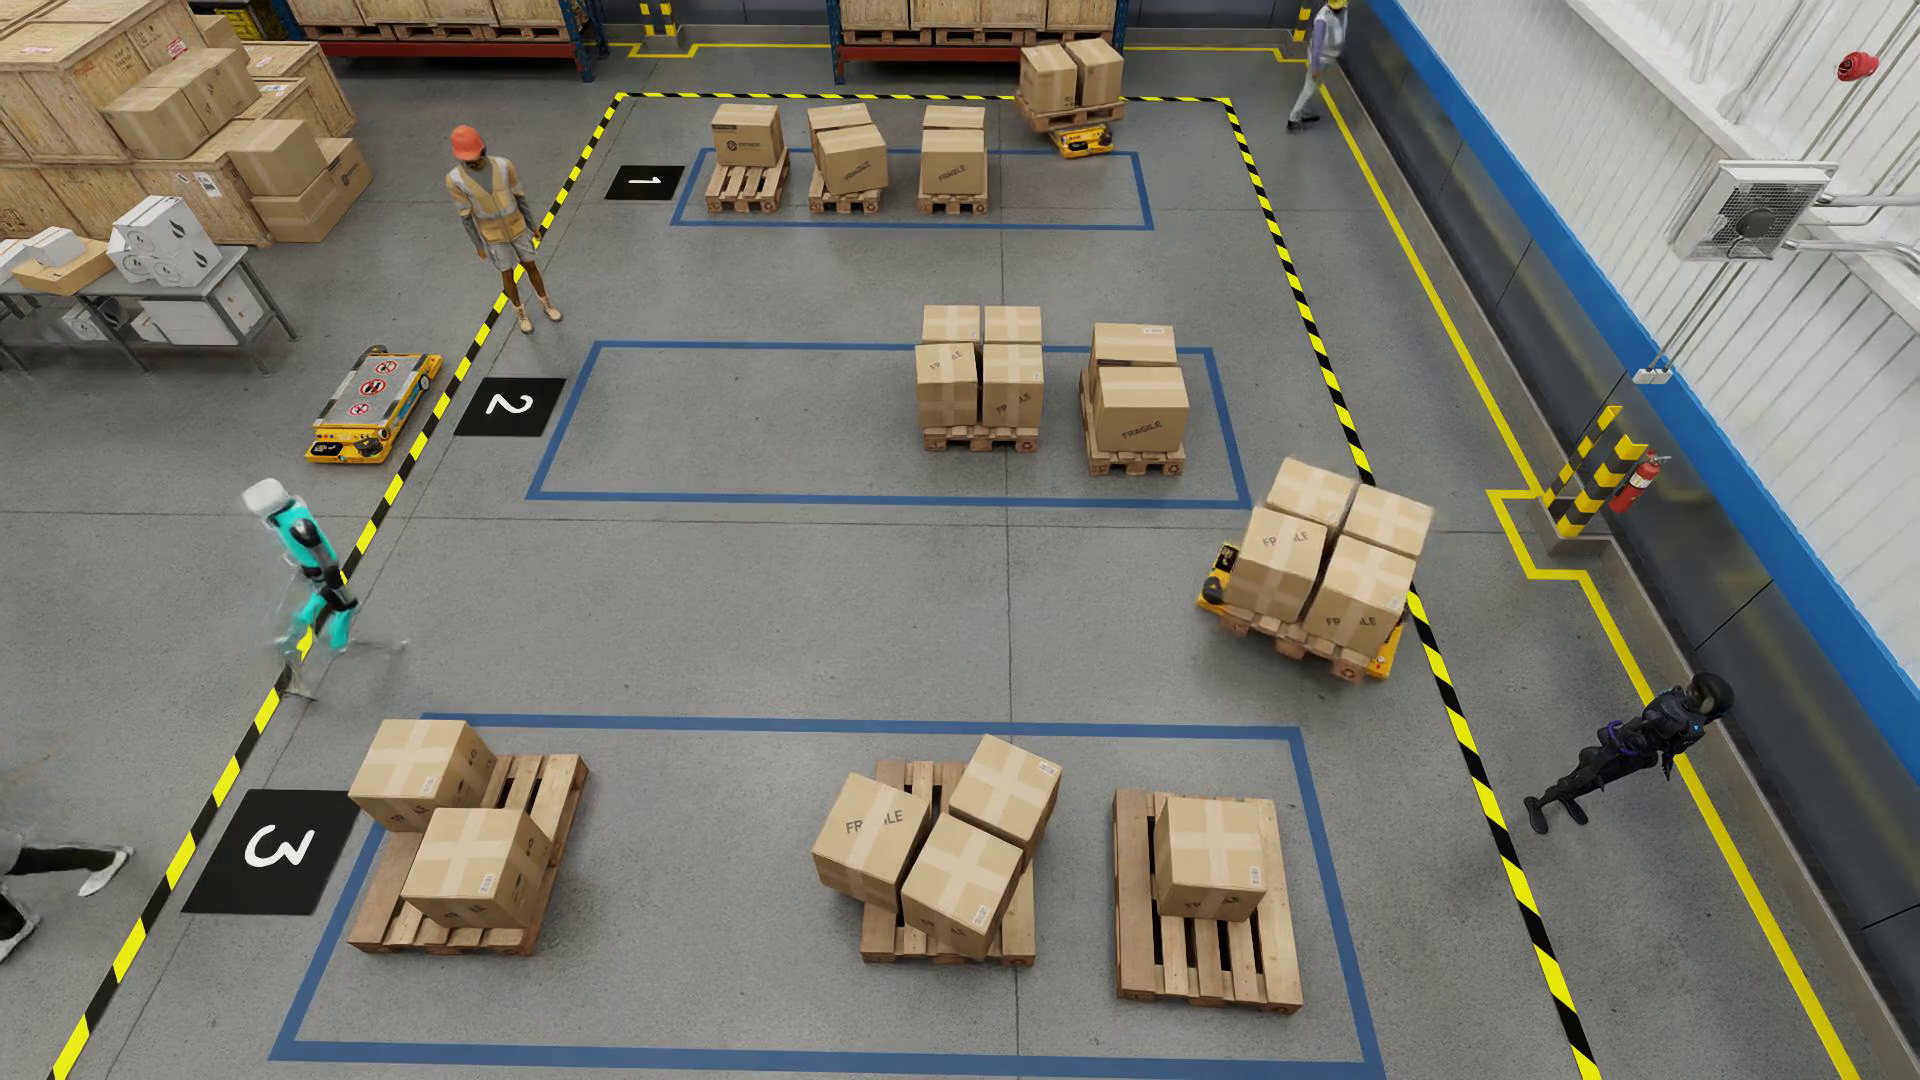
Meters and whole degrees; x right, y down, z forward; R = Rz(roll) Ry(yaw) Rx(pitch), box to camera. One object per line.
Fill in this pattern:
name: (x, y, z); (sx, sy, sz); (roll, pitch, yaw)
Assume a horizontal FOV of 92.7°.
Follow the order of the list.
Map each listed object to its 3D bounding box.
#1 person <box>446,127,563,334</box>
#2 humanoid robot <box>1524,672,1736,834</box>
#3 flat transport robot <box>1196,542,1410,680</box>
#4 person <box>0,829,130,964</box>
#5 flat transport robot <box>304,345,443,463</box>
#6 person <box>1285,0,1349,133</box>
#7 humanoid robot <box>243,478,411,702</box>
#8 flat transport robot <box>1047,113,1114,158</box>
person: (-4.299, -2.904, 8.666); (0.613, 2.036, 0.387); (-31, 56, -24)
humanoid robot: (3.925, 1.260, 5.367); (0.599, 1.659, 0.315); (-7, 50, -6)
flat transport robot: (2.595, 0.481, 6.942); (1.431, 0.197, 0.652); (22, 53, 18)
person: (-5.461, 1.714, 4.909); (0.610, 1.802, 0.907); (19, 52, 15)
flat transport robot: (-5.383, -1.269, 8.441); (0.659, 0.231, 1.431); (1, 50, 1)
person: (4.569, -6.072, 11.521); (0.407, 1.778, 0.665); (33, 57, 25)
humanoid robot: (-4.423, 0.462, 6.036); (0.539, 1.771, 0.967); (34, 58, 25)
flat transport robot: (1.424, -5.456, 11.965); (0.652, 0.197, 1.431); (-14, 51, -12)
